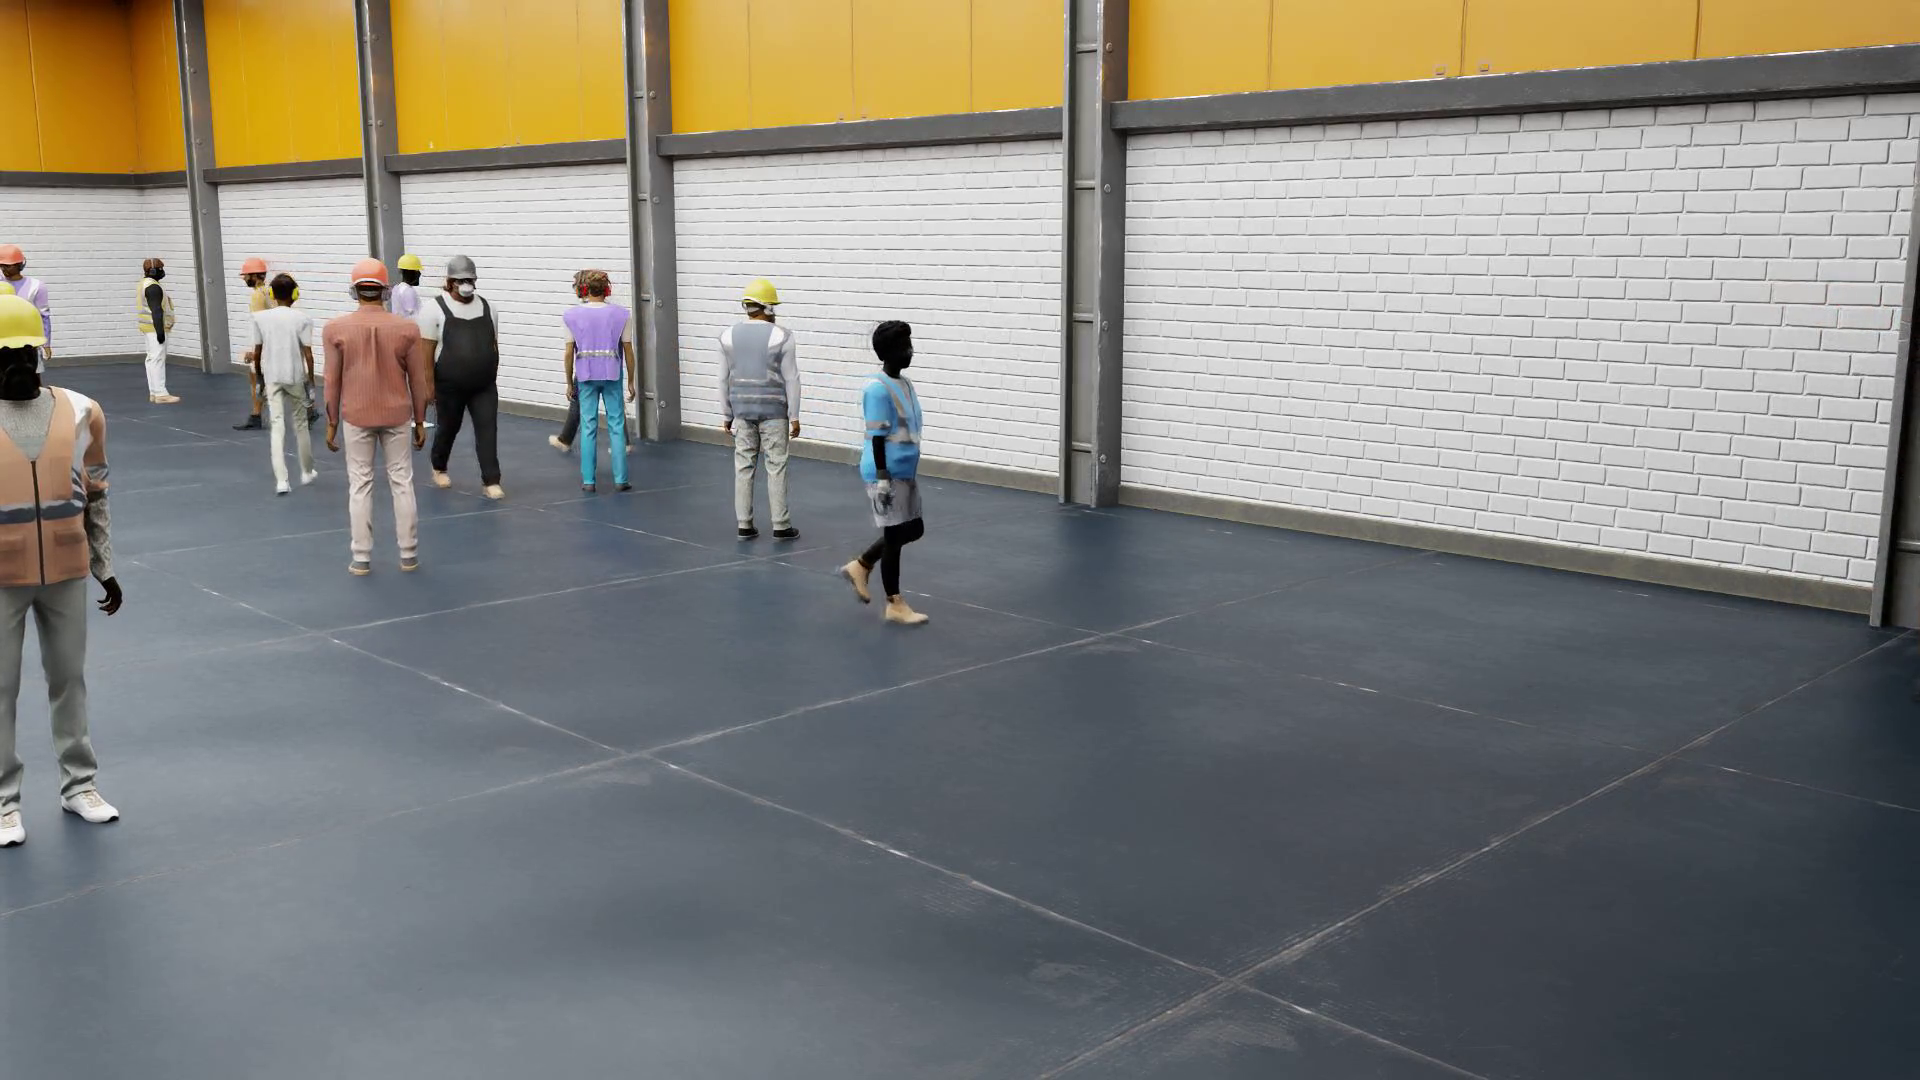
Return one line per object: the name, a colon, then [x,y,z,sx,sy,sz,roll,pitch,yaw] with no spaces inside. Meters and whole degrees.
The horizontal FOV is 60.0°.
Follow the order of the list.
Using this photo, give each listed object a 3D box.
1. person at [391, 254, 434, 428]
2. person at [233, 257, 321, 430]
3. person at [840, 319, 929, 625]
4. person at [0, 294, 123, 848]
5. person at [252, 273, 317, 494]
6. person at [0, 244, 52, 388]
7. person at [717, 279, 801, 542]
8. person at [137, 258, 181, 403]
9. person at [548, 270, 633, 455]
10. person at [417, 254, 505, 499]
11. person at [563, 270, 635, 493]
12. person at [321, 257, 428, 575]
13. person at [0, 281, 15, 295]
person: [-6.095,-2.206,18.485,0.382,1.924,0.594,-7,12,-32]
person: [-7.503,-2.133,18.177,0.903,1.905,0.544,-2,11,-13]
person: [-0.421,-0.368,9.131,0.493,1.683,0.540,4,11,20]
person: [-3.288,0.101,5.901,0.385,1.928,0.589,10,14,43]
person: [-5.661,-1.317,13.941,0.537,1.818,0.978,-2,11,-12]
person: [-9.931,-2.090,17.564,0.609,2.034,0.404,-3,11,-16]
person: [-1.382,-0.896,11.604,0.597,1.828,0.403,3,11,16]
person: [-10.271,-2.677,21.285,0.430,1.844,0.624,-7,13,-34]
person: [-3.601,-1.719,16.210,0.979,1.795,0.517,7,12,33]
person: [-4.132,-1.389,13.720,0.690,2.000,0.996,-7,13,-34]
person: [-2.987,-1.309,13.811,0.569,1.844,0.377,-2,11,-11]
person: [-3.681,-0.774,10.497,0.613,1.994,0.382,-5,11,-23]
person: [-8.320,-1.387,14.551,0.339,1.735,0.482,6,12,28]
